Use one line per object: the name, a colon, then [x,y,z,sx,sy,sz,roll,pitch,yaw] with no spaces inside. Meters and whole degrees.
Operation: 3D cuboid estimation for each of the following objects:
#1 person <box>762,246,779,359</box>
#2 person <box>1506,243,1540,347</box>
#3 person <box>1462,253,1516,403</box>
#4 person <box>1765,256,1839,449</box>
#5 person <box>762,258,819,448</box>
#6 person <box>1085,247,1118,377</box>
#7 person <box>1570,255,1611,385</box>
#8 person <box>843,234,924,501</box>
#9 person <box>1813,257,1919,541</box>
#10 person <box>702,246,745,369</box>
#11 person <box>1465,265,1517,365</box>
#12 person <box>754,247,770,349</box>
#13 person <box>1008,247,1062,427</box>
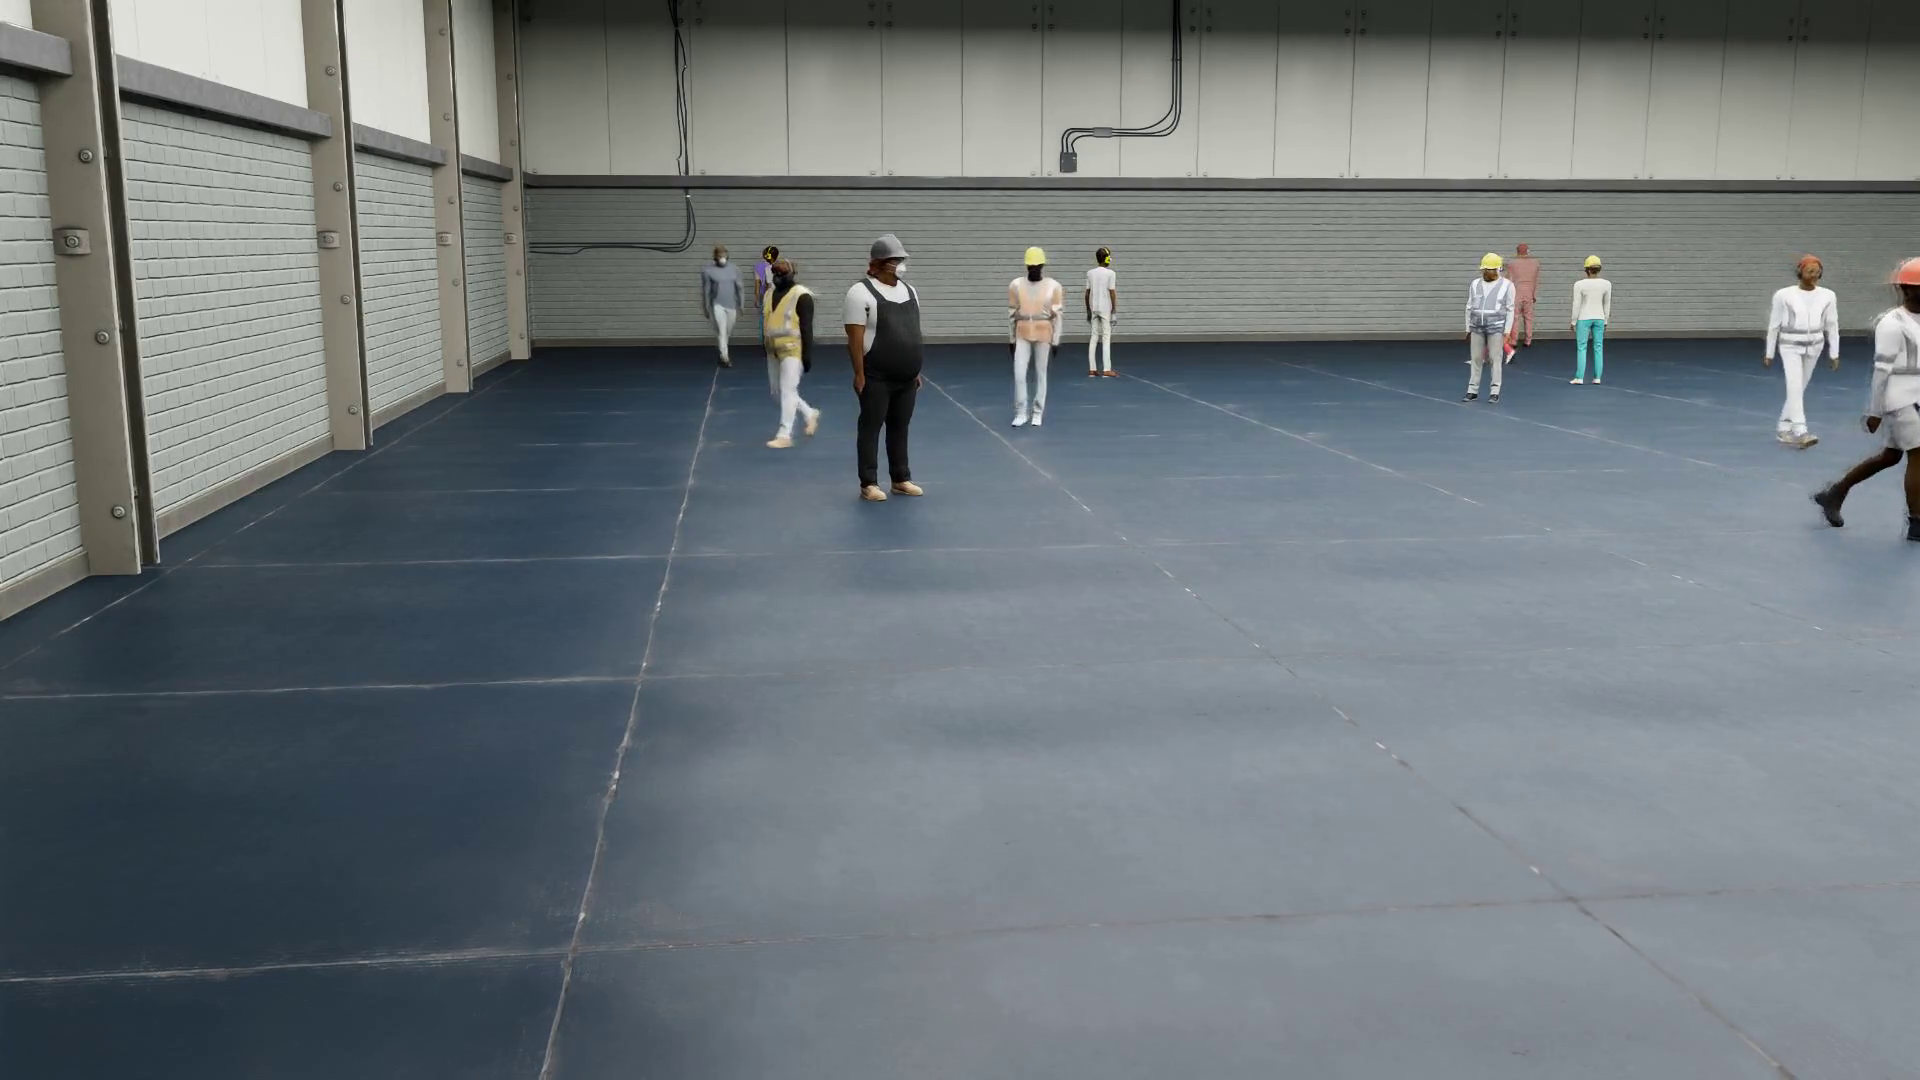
person: [-3.114,-3.954,27.716,0.328,1.872,0.509,5,12,27]
person: [10.283,-4.483,30.529,0.642,1.905,0.399,-2,10,-9]
person: [6.457,-2.585,20.347,0.588,1.822,0.403,8,13,37]
person: [8.143,-1.804,16.034,0.603,1.828,0.972,0,10,3]
person: [-1.631,-1.815,16.115,0.640,1.825,0.709,9,14,41]
person: [2.046,-3.291,24.083,0.513,1.872,0.331,8,13,37]
person: [8.632,-3.004,22.789,0.525,1.772,0.305,0,10,-3]
person: [-0.531,-1.329,12.856,0.688,2.000,0.538,-10,14,-43]
person: [6.286,-0.954,11.218,0.542,1.902,0.925,-8,13,-38]
person: [-3.710,-3.641,25.990,0.627,1.888,1.056,-5,11,-24]
person: [8.407,-3.613,26.205,0.792,1.736,0.523,7,12,32]
person: [-3.433,-4.367,30.072,0.565,1.837,0.396,-2,11,-13]
person: [0.767,-2.135,17.630,0.600,1.899,0.776,3,11,14]
